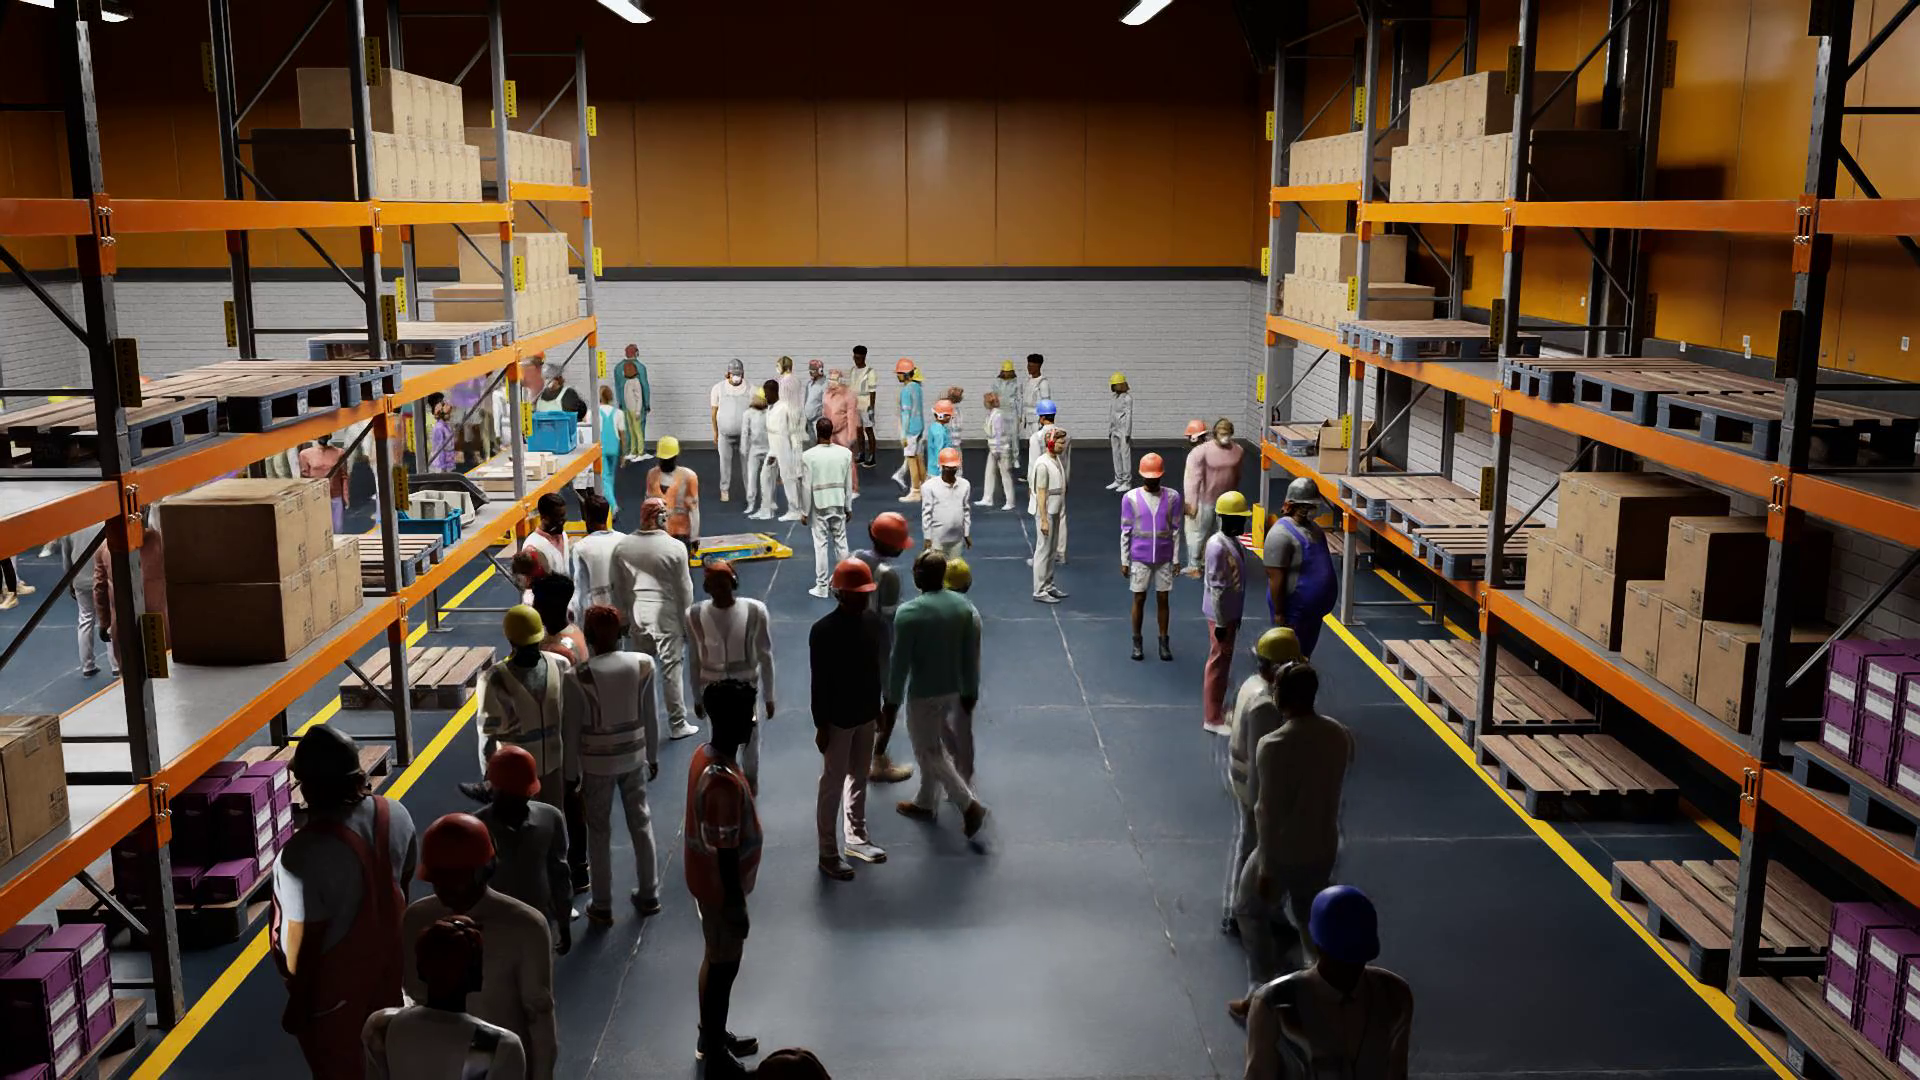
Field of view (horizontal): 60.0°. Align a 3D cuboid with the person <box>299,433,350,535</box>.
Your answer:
[{"bbox_3d":[-7.139,-0.480,18.726,0.525,1.772,0.305,-6,13,-27],"label":"person"}]

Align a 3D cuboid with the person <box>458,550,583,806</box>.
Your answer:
[{"bbox_3d":[-2.966,0.957,11.480,1.048,1.776,0.563,-5,12,-24],"label":"person"}]

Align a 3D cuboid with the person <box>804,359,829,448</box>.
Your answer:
[{"bbox_3d":[-2.111,-1.731,24.680,0.400,1.900,0.646,-7,13,-31],"label":"person"}]

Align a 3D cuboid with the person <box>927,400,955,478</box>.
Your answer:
[{"bbox_3d":[-0.231,-0.895,20.883,0.352,1.738,0.573,-1,11,-5],"label":"person"}]

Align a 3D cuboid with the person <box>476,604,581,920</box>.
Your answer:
[{"bbox_3d":[-2.442,1.289,9.493,0.398,1.916,0.595,11,16,44],"label":"person"}]

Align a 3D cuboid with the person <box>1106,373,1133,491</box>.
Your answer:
[{"bbox_3d":[2.326,-1.584,24.358,0.325,1.731,0.489,-7,13,-30],"label":"person"}]

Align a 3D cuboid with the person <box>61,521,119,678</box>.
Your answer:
[{"bbox_3d":[-7.577,0.348,14.632,0.566,1.744,0.350,0,11,-1],"label":"person"}]

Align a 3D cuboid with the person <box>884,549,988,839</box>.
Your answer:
[{"bbox_3d":[-0.123,1.009,10.920,0.833,1.914,0.631,9,15,39],"label":"person"}]

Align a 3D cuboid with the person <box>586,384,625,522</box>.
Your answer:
[{"bbox_3d":[-4.659,-1.146,21.982,0.519,1.815,0.881,-6,13,-29],"label":"person"}]

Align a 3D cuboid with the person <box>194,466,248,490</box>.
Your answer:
[{"bbox_3d":[-7.716,-0.298,17.484,0.653,1.906,0.603,10,15,41],"label":"person"}]

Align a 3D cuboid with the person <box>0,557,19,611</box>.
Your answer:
[{"bbox_3d":[-9.943,-0.117,17.083,0.535,1.697,0.322,7,13,32],"label":"person"}]

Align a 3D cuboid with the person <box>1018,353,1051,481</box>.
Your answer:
[{"bbox_3d":[1.129,-1.823,24.957,0.367,1.967,0.606,-5,12,-25],"label":"person"}]

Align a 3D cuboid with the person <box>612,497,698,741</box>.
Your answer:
[{"bbox_3d":[-2.349,0.612,12.921,0.638,1.901,0.402,3,12,16],"label":"person"}]

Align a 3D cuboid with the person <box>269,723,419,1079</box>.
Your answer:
[{"bbox_3d":[-2.591,1.741,6.900,0.536,2.000,0.675,4,12,21],"label":"person"}]

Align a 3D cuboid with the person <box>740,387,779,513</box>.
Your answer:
[{"bbox_3d":[-2.704,-1.223,22.607,0.571,1.727,0.381,-4,12,-17],"label":"person"}]

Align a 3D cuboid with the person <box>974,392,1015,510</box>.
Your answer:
[{"bbox_3d":[0.520,-1.216,22.817,0.517,1.618,0.529,-3,12,-13],"label":"person"}]

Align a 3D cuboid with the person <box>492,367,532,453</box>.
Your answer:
[{"bbox_3d":[-6.452,-1.574,23.987,0.581,1.861,0.684,-6,13,-27],"label":"person"}]

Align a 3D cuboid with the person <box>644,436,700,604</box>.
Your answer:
[{"bbox_3d":[-2.848,-0.092,16.416,0.673,1.912,0.452,6,13,27],"label":"person"}]

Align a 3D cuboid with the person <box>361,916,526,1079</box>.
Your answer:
[{"bbox_3d":[-1.640,2.126,5.402,0.578,1.878,0.340,3,12,14],"label":"person"}]

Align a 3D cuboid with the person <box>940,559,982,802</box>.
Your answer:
[{"bbox_3d":[-0.014,0.962,11.572,0.462,1.739,0.592,-8,14,-34],"label":"person"}]

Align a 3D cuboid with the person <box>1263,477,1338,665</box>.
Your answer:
[{"bbox_3d":[2.701,0.505,13.098,0.538,2.000,0.689,9,14,38],"label":"person"}]

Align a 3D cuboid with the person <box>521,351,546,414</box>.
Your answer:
[{"bbox_3d":[-6.759,-2.136,26.509,0.459,1.973,0.641,10,15,40],"label":"person"}]

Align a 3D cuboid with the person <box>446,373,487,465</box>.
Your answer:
[{"bbox_3d":[-7.979,-2.175,26.703,0.782,1.998,0.402,0,11,-2],"label":"person"}]

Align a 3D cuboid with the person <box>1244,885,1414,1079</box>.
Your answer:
[{"bbox_3d":[1.228,2.058,5.547,0.615,1.945,0.404,-3,12,-15],"label":"person"}]

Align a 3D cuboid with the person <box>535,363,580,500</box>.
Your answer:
[{"bbox_3d":[-5.571,-1.467,22.987,0.696,2.000,0.639,5,12,22],"label":"person"}]

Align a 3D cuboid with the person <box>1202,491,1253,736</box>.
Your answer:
[{"bbox_3d":[2.104,0.565,13.089,0.374,1.925,0.594,4,12,20],"label":"person"}]

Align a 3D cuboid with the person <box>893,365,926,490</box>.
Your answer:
[{"bbox_3d":[-0.670,-1.601,24.056,0.519,1.881,0.647,-1,11,-5],"label":"person"}]

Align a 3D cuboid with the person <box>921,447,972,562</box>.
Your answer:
[{"bbox_3d":[-0.122,-0.060,16.652,0.561,1.753,0.331,-7,13,-30],"label":"person"}]

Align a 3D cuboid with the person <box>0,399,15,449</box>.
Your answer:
[{"bbox_3d":[-12.220,-0.954,21.138,0.340,1.761,0.530,9,14,37],"label":"person"}]

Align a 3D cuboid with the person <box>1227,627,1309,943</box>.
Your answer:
[{"bbox_3d":[1.784,1.374,9.304,0.583,1.808,0.600,1,11,3],"label":"person"}]

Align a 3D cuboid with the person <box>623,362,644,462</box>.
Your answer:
[{"bbox_3d":[-5.351,-2.097,27.172,0.284,1.633,0.498,-8,14,-35],"label":"person"}]

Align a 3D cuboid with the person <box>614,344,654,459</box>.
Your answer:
[{"bbox_3d":[-5.352,-2.271,27.360,0.645,1.906,0.408,5,12,25],"label":"person"}]

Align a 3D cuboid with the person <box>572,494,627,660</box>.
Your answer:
[{"bbox_3d":[-2.775,0.592,13.011,0.396,1.908,0.600,7,13,32],"label":"person"}]
